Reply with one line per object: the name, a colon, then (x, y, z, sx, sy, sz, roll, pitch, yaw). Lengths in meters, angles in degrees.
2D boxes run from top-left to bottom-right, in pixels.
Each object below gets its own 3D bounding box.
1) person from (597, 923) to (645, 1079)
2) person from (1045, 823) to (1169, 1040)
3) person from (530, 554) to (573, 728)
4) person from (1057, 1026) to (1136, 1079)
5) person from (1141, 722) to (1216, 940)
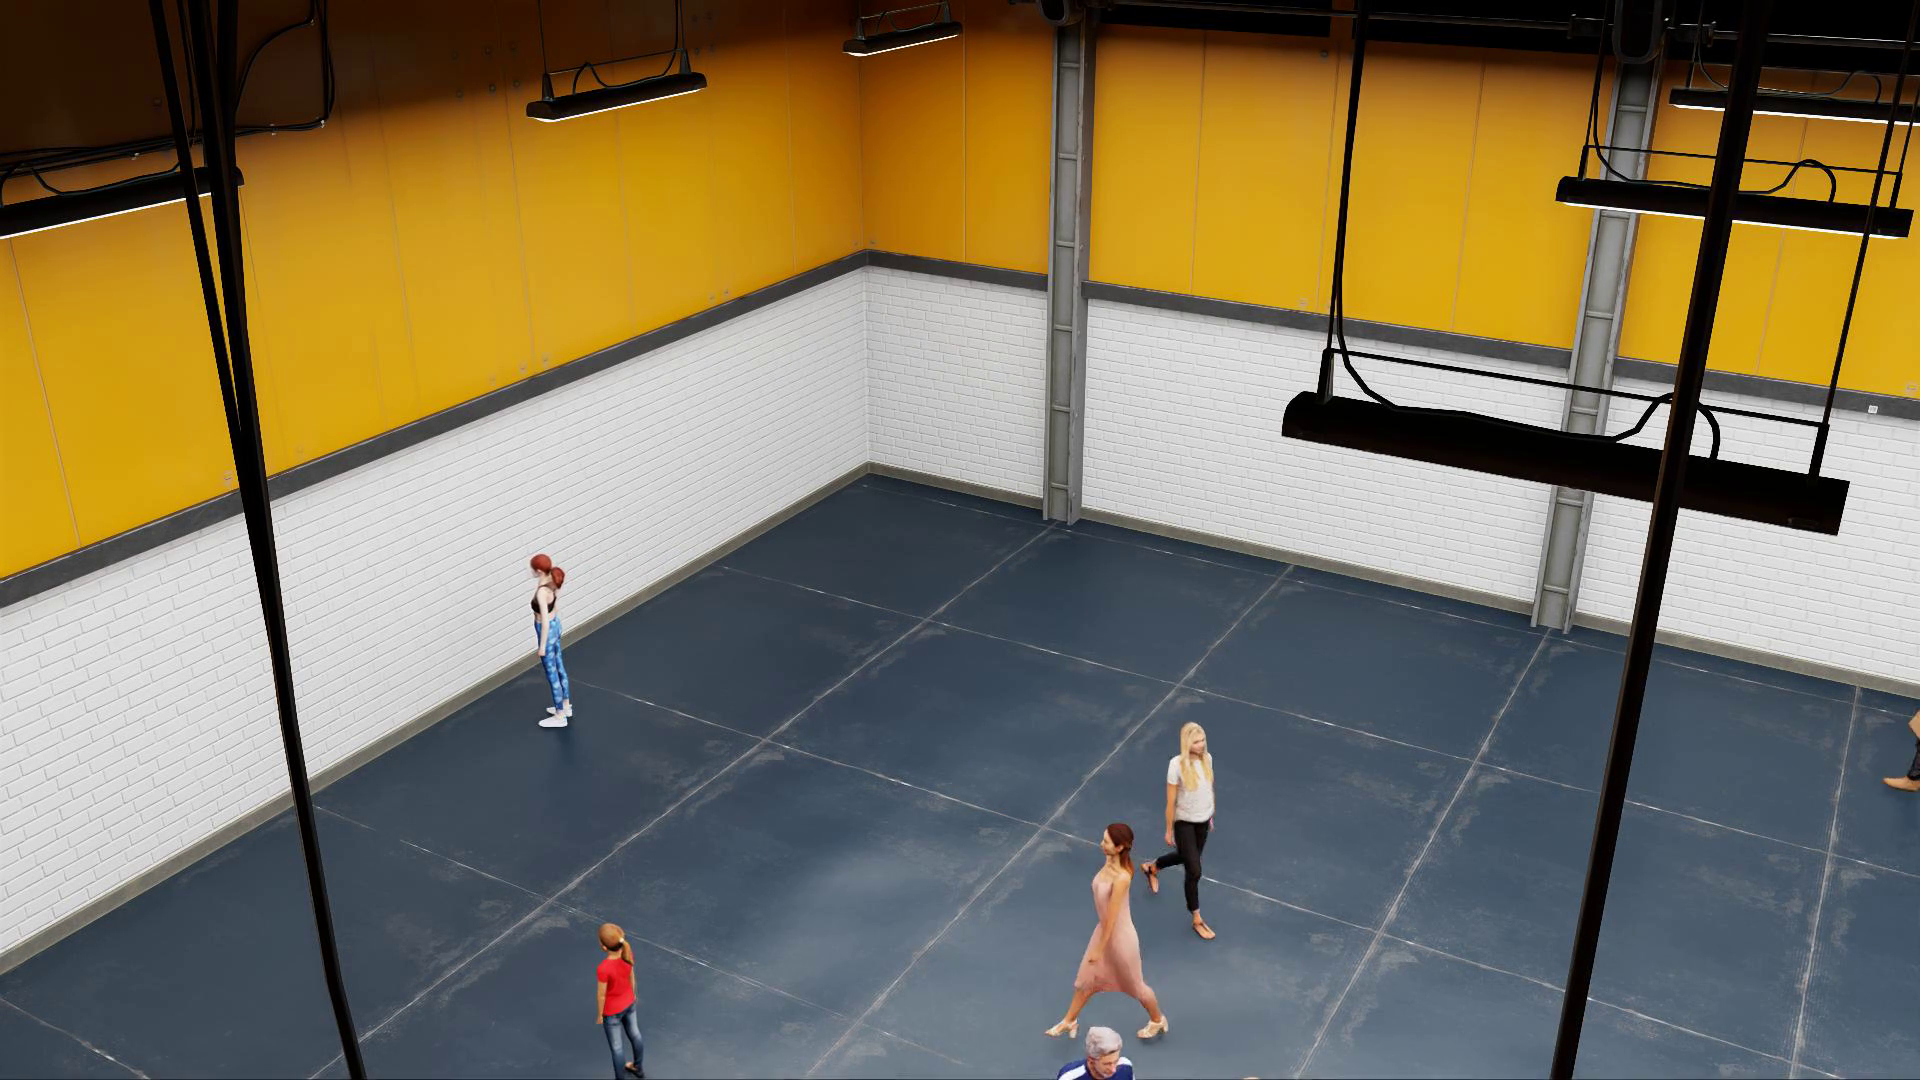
person: (-2.328, 3.188, 11.393, 0.499, 1.309, 0.479, 15, 28, 31)
person: (1.185, 2.810, 11.670, 1.149, 1.781, 1.044, -4, 24, -9)
person: (-3.927, 0.948, 15.919, 0.713, 1.788, 0.669, 2, 24, 5)
person: (0.740, 3.567, 9.955, 1.090, 1.767, 1.286, -13, 27, -27)
person: (1.735, 2.199, 13.039, 0.867, 1.802, 1.158, -18, 29, -35)
